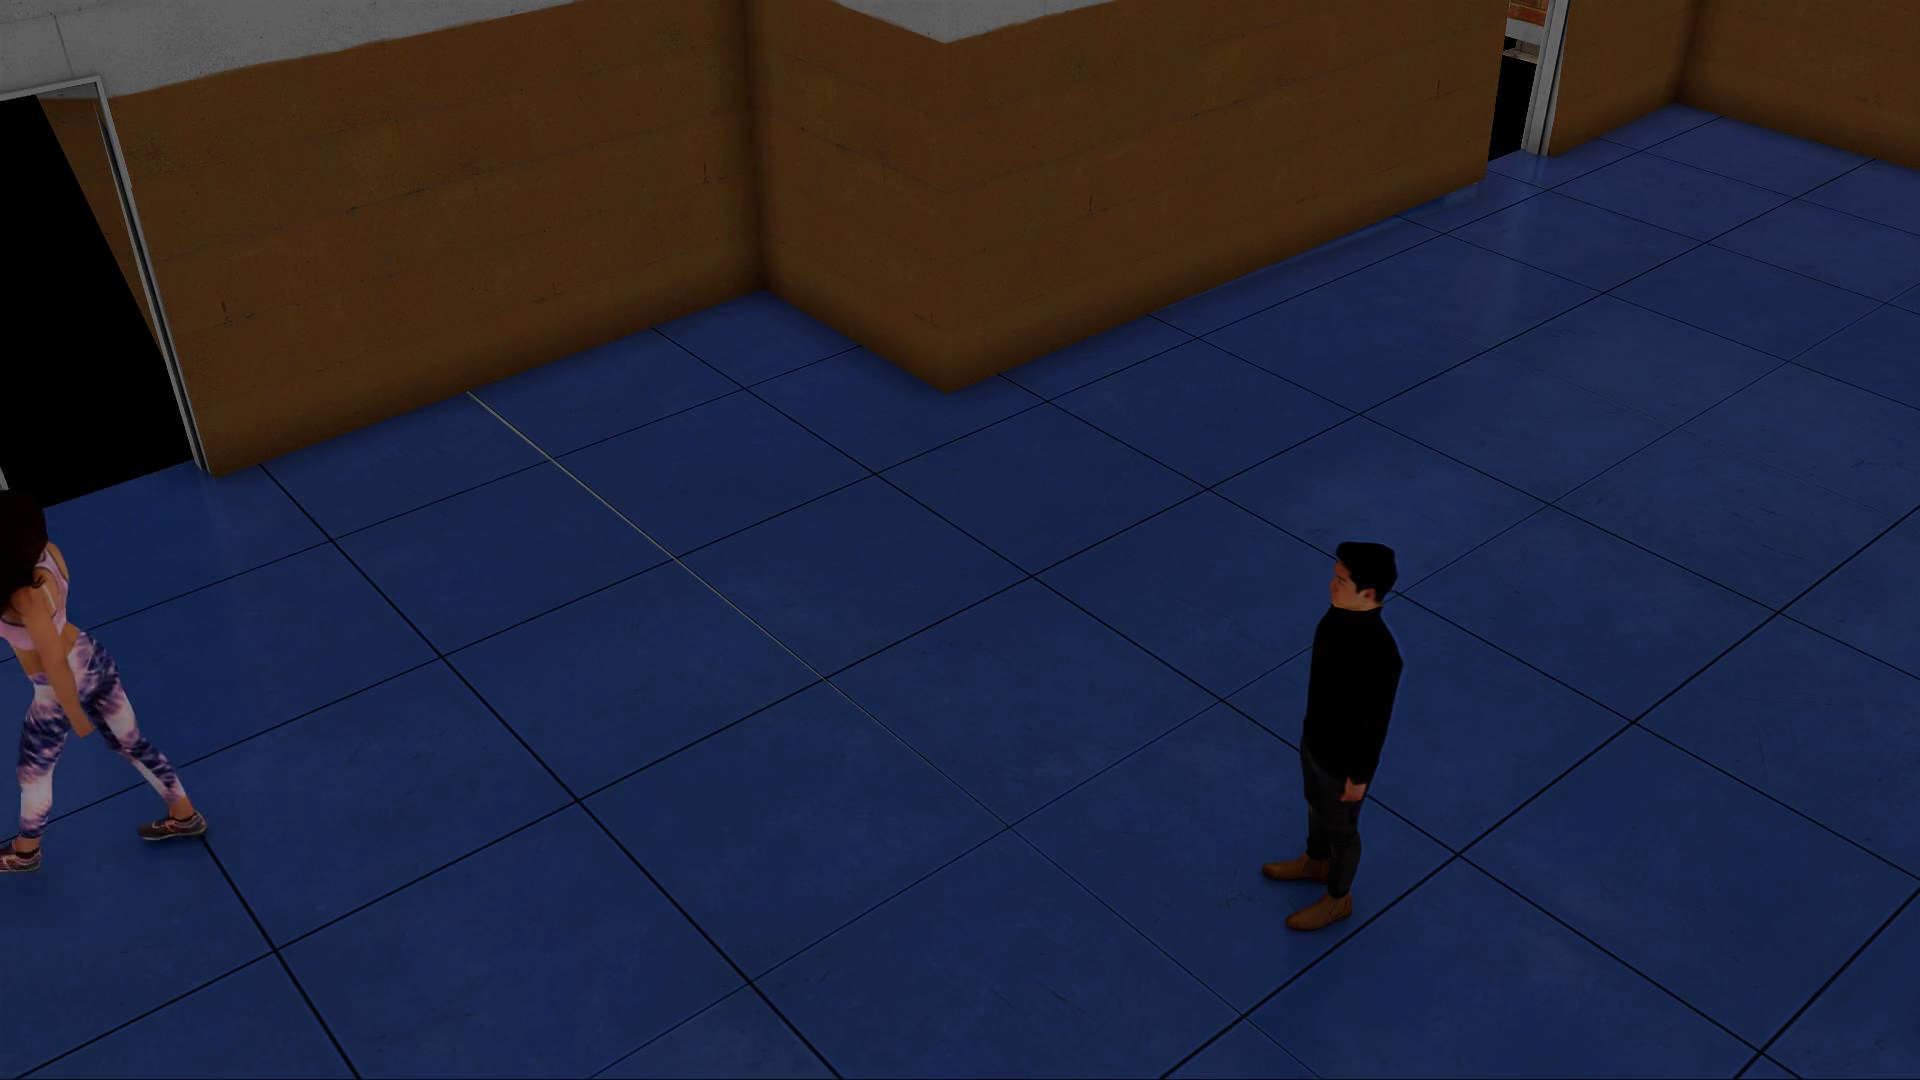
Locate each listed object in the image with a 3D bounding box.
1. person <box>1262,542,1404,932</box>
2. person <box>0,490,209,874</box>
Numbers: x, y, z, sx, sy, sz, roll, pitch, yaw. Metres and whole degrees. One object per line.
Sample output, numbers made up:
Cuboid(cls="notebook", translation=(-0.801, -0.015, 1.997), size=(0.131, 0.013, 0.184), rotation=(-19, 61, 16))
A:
Cuboid(cls="person", translation=(1.433, 0.741, 6.265), size=(0.786, 1.722, 0.658), rotation=(-5, 34, -7))
Cuboid(cls="person", translation=(-3.377, 0.571, 6.511), size=(1.003, 1.732, 1.102), rotation=(-6, 34, -10))
